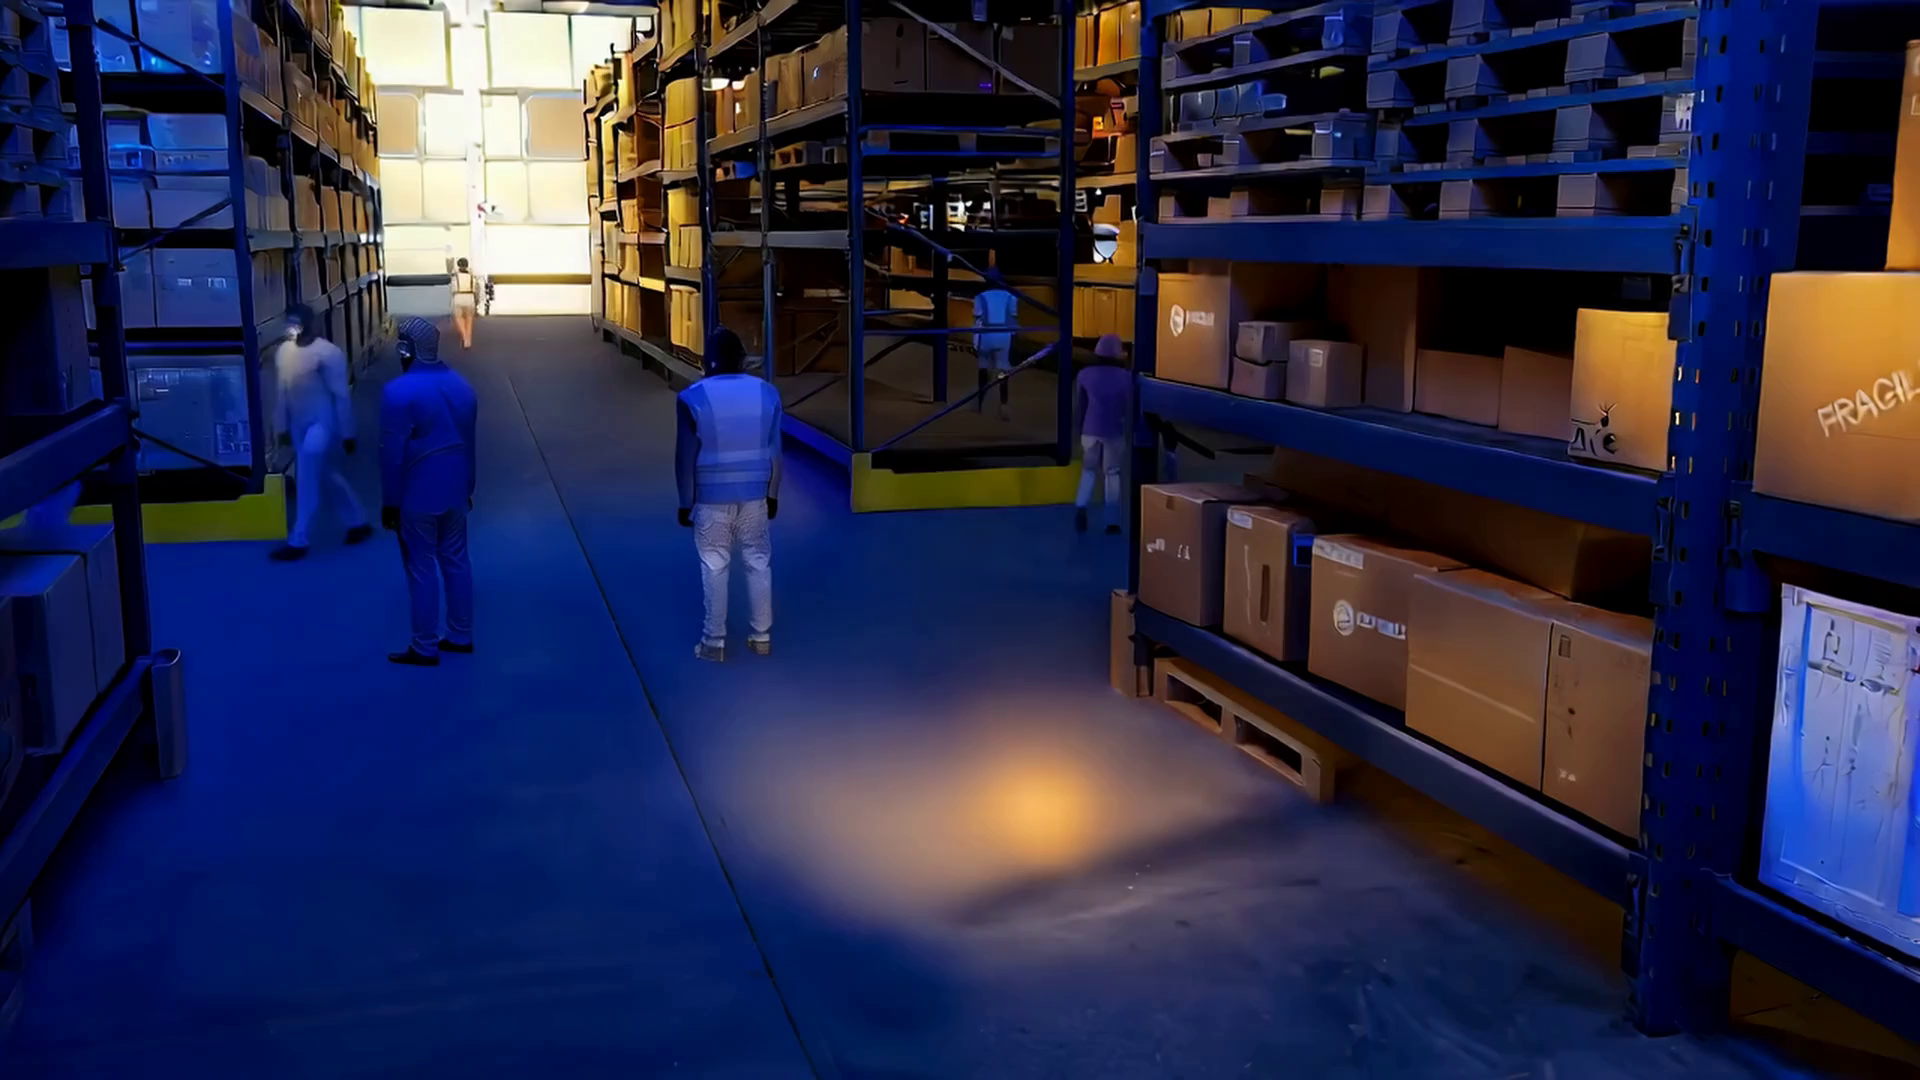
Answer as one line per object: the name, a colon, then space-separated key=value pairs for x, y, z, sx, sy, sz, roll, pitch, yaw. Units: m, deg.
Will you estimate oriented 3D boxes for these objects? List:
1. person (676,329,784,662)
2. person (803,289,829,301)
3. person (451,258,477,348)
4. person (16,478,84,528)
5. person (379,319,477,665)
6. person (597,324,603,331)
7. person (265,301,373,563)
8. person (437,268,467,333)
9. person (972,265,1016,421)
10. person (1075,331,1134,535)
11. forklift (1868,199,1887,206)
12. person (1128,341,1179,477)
person: x=-1.289 y=-0.243 z=9.252 sx=0.621 sy=1.845 sz=0.429 roll=-6 pitch=12 yaw=-28
person: x=-2.928 y=-4.661 z=33.533 sx=0.633 sy=1.819 sz=0.736 roll=-3 pitch=11 yaw=-17
person: x=-10.496 y=-5.027 z=35.293 sx=0.539 sy=1.915 sz=0.854 roll=-5 pitch=12 yaw=-26
person: x=-6.478 y=-0.691 z=11.789 sx=0.485 sy=1.820 sz=0.606 roll=-4 pitch=11 yaw=-21
person: x=-2.957 y=-0.264 z=9.221 sx=0.400 sy=1.901 sz=0.643 roll=5 pitch=11 yaw=25
person: x=-8.857 y=-6.107 z=41.609 sx=0.538 sy=1.750 sz=0.542 roll=-3 pitch=11 yaw=-16
person: x=-4.777 y=-0.827 z=12.376 sx=0.631 sy=1.893 sz=1.057 roll=6 pitch=12 yaw=28
person: x=-12.435 y=-5.858 z=40.700 sx=0.857 sy=1.592 sz=0.558 roll=-2 pitch=11 yaw=-13
person: x=0.433 y=-2.543 z=21.486 sx=0.601 sy=1.985 sz=1.032 roll=-2 pitch=11 yaw=-11
person: x=1.122 y=-0.816 z=12.979 sx=0.518 sy=1.618 sz=0.545 roll=4 pitch=11 yaw=21
forklift: x=11.338 y=-2.915 z=21.052 sx=1.129 sy=2.768 sz=1.873 roll=-3 pitch=11 yaw=-17
person: x=1.908 y=-1.446 z=16.301 sx=0.542 sy=1.674 sz=0.742 roll=-2 pitch=11 yaw=-12
